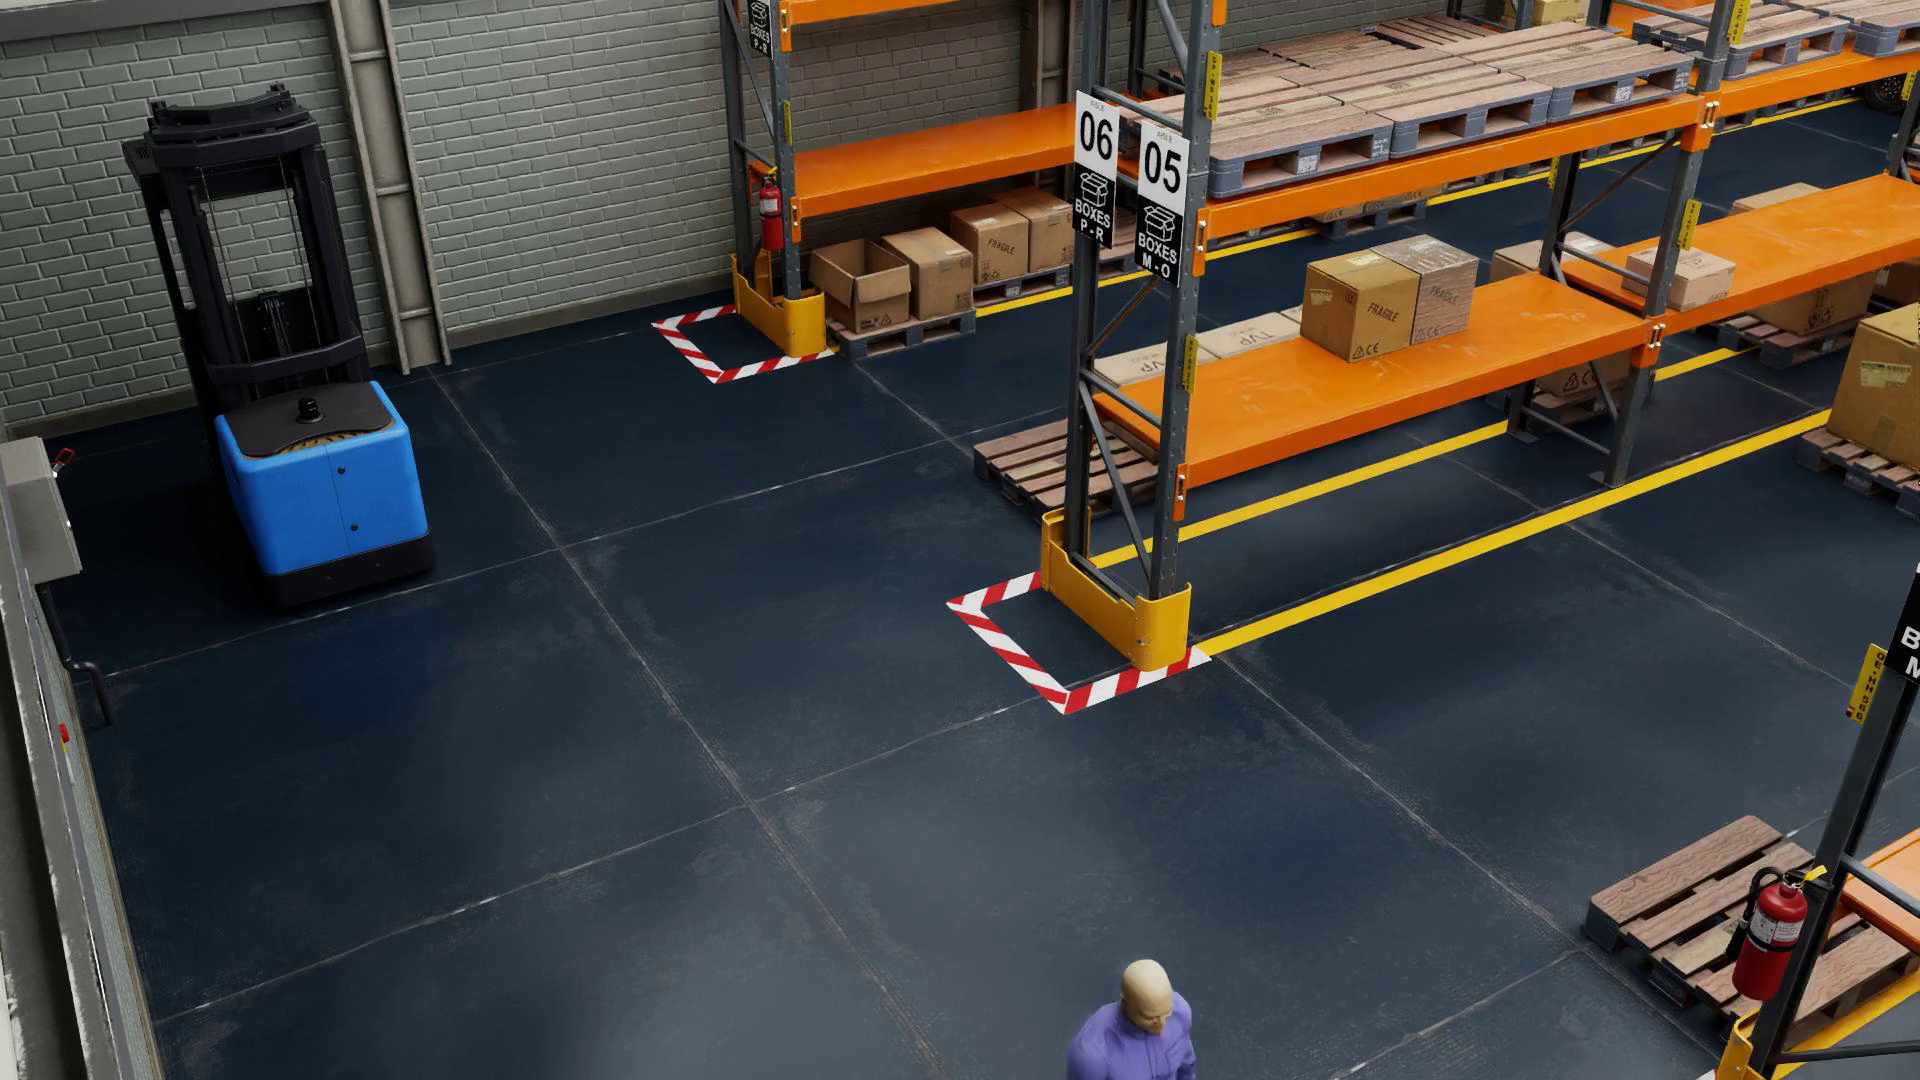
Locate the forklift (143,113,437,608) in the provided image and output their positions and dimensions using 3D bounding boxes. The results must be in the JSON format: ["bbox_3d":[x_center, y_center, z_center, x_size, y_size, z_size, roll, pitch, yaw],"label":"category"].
[{"bbox_3d":[-4.289,-1.259,10.509,1.129,2.768,1.873,-17,36,-26],"label":"forklift"}]

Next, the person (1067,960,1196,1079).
[{"bbox_3d":[0.567,2.124,6.074,0.646,1.777,0.611,-18,36,-26],"label":"person"}]

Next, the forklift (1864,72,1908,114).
[{"bbox_3d":[11.468,-5.645,18.244,1.214,2.155,2.313,-17,36,-26],"label":"forklift"}]
